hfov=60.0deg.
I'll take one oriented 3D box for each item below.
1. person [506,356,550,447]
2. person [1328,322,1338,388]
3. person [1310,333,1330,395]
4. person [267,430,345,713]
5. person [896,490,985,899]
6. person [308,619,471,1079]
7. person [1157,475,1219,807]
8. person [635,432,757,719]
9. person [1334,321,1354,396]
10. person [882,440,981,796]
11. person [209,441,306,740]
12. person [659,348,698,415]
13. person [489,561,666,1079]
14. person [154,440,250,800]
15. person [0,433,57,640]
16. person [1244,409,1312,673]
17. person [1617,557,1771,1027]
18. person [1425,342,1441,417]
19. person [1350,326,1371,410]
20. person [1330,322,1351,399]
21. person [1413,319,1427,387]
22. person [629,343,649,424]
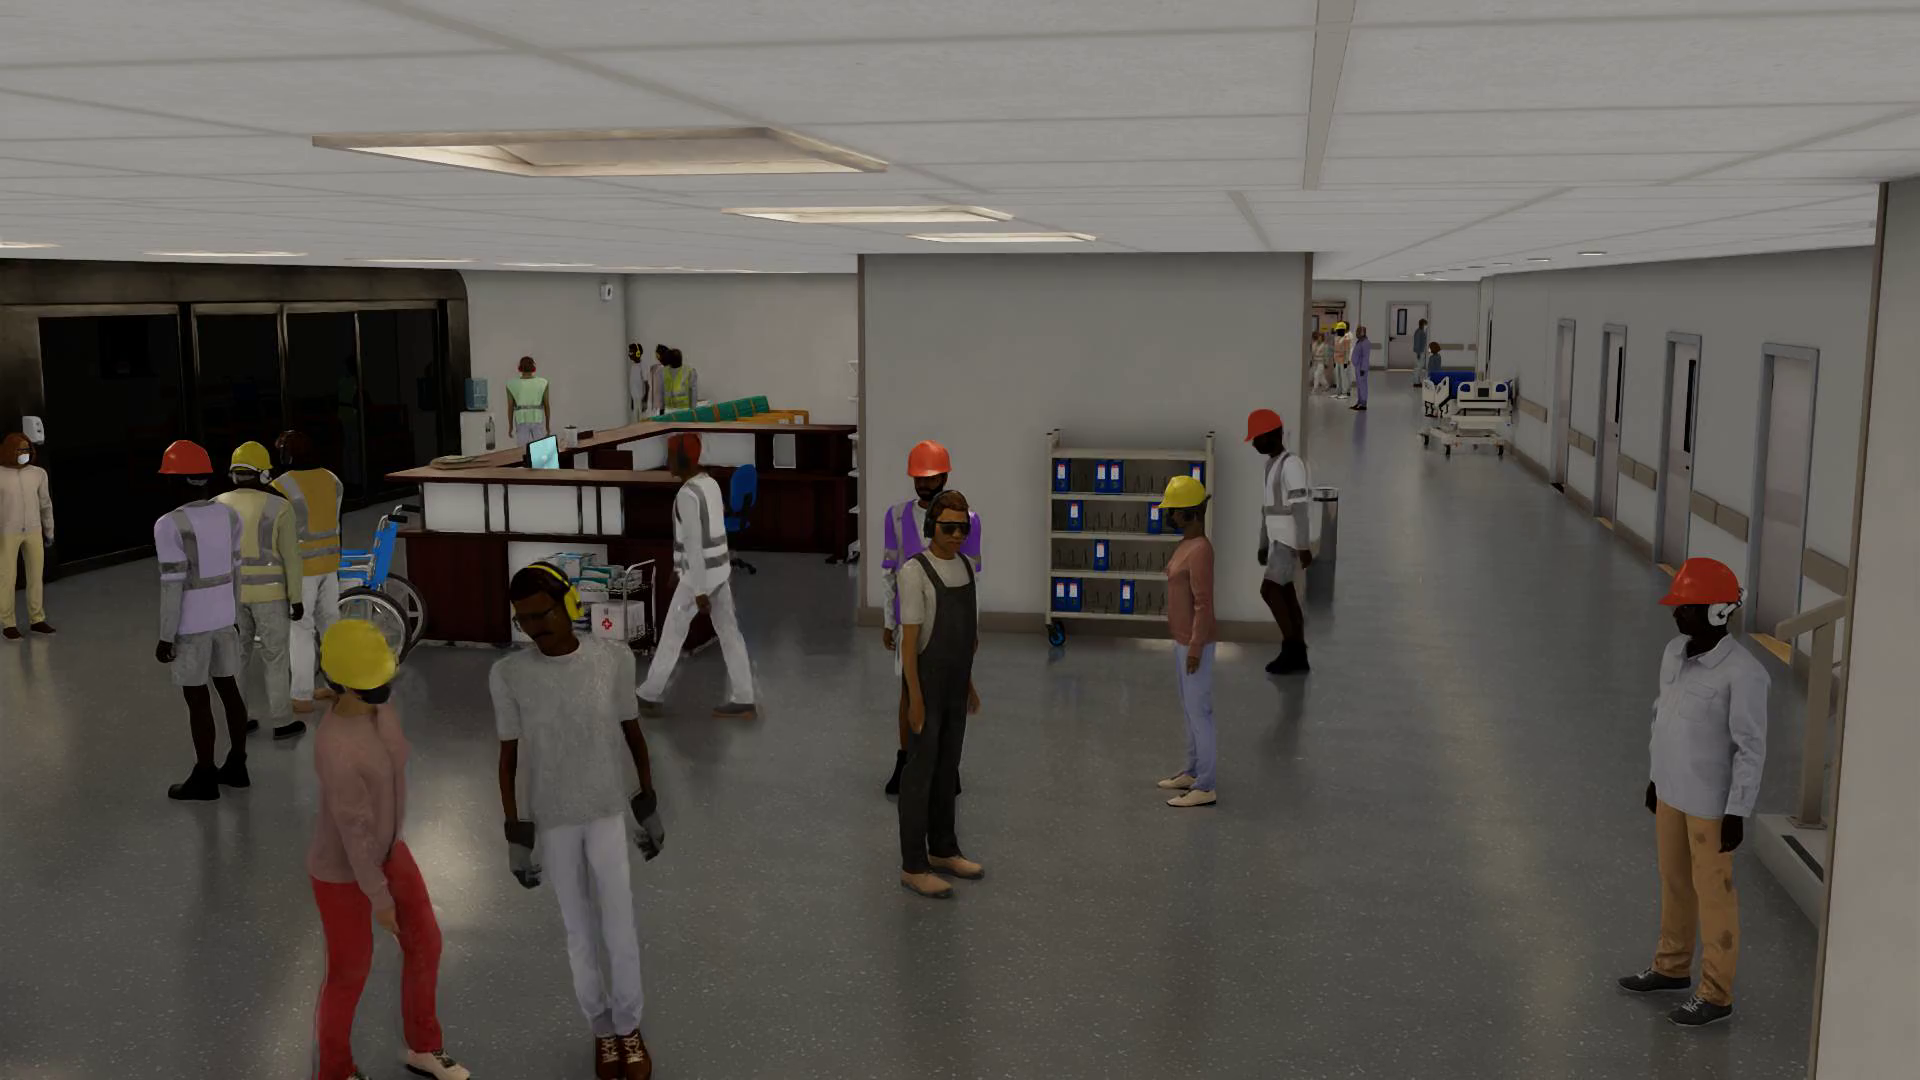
[{"bbox_3d":[-5.801,-1.547,22.389,0.564,1.847,0.395,-3,9,-18],"label":"person"},{"bbox_3d":[10.440,-5.142,46.292,0.403,1.831,0.596,2,9,15],"label":"person"},{"bbox_3d":[9.428,-4.601,43.428,0.671,1.604,0.570,-5,10,-31],"label":"person"},{"bbox_3d":[-4.282,0.200,10.863,0.431,1.834,0.625,3,9,22],"label":"person"},{"bbox_3d":[-0.083,0.684,7.596,0.351,1.842,0.507,6,10,35],"label":"person"},{"bbox_3d":[-1.912,1.073,5.458,0.567,1.713,0.603,1,9,9],"label":"person"},{"bbox_3d":[1.204,0.535,8.854,0.329,1.765,0.533,0,9,0],"label":"person"},{"bbox_3d":[-1.750,0.236,10.570,0.990,1.833,0.575,2,9,16],"label":"person"},{"bbox_3d":[9.907,-4.666,42.786,0.369,1.938,0.631,-2,9,-13],"label":"person"},{"bbox_3d":[-0.161,0.425,8.998,0.543,1.939,0.371,2,9,12],"label":"person"},{"bbox_3d":[-4.281,0.314,10.130,0.598,1.824,0.403,1,9,5],"label":"person"},{"bbox_3d":[-4.417,-2.092,26.101,0.648,1.830,0.431,3,9,17],"label":"person"},{"bbox_3d":[-1.282,0.980,5.650,0.572,1.831,0.512,-2,9,-15],"label":"person"},{"bbox_3d":[-4.103,0.432,8.953,0.360,1.939,0.543,3,9,19],"label":"person"},{"bbox_3d":[-7.398,-0.036,13.112,0.285,1.628,0.504,6,10,33],"label":"person"},{"bbox_3d":[2.293,0.010,11.919,0.527,1.890,0.597,-1,9,-4],"label":"person"},{"bbox_3d":[2.754,0.931,6.248,0.332,1.750,0.573,-2,9,-10],"label":"person"},{"bbox_3d":[10.177,-3.442,35.706,0.282,1.624,0.494,-1,9,-7],"label":"person"},{"bbox_3d":[9.129,-3.921,37.946,0.404,1.910,0.636,0,9,2],"label":"person"},{"bbox_3d":[9.561,-4.502,41.746,0.371,1.923,0.588,-3,9,-19],"label":"person"},{"bbox_3d":[12.907,-5.243,46.662,0.381,1.928,0.635,4,9,24],"label":"person"},{"bbox_3d":[-5.235,-2.270,27.110,0.319,1.870,0.521,-6,10,-33],"label":"person"}]
